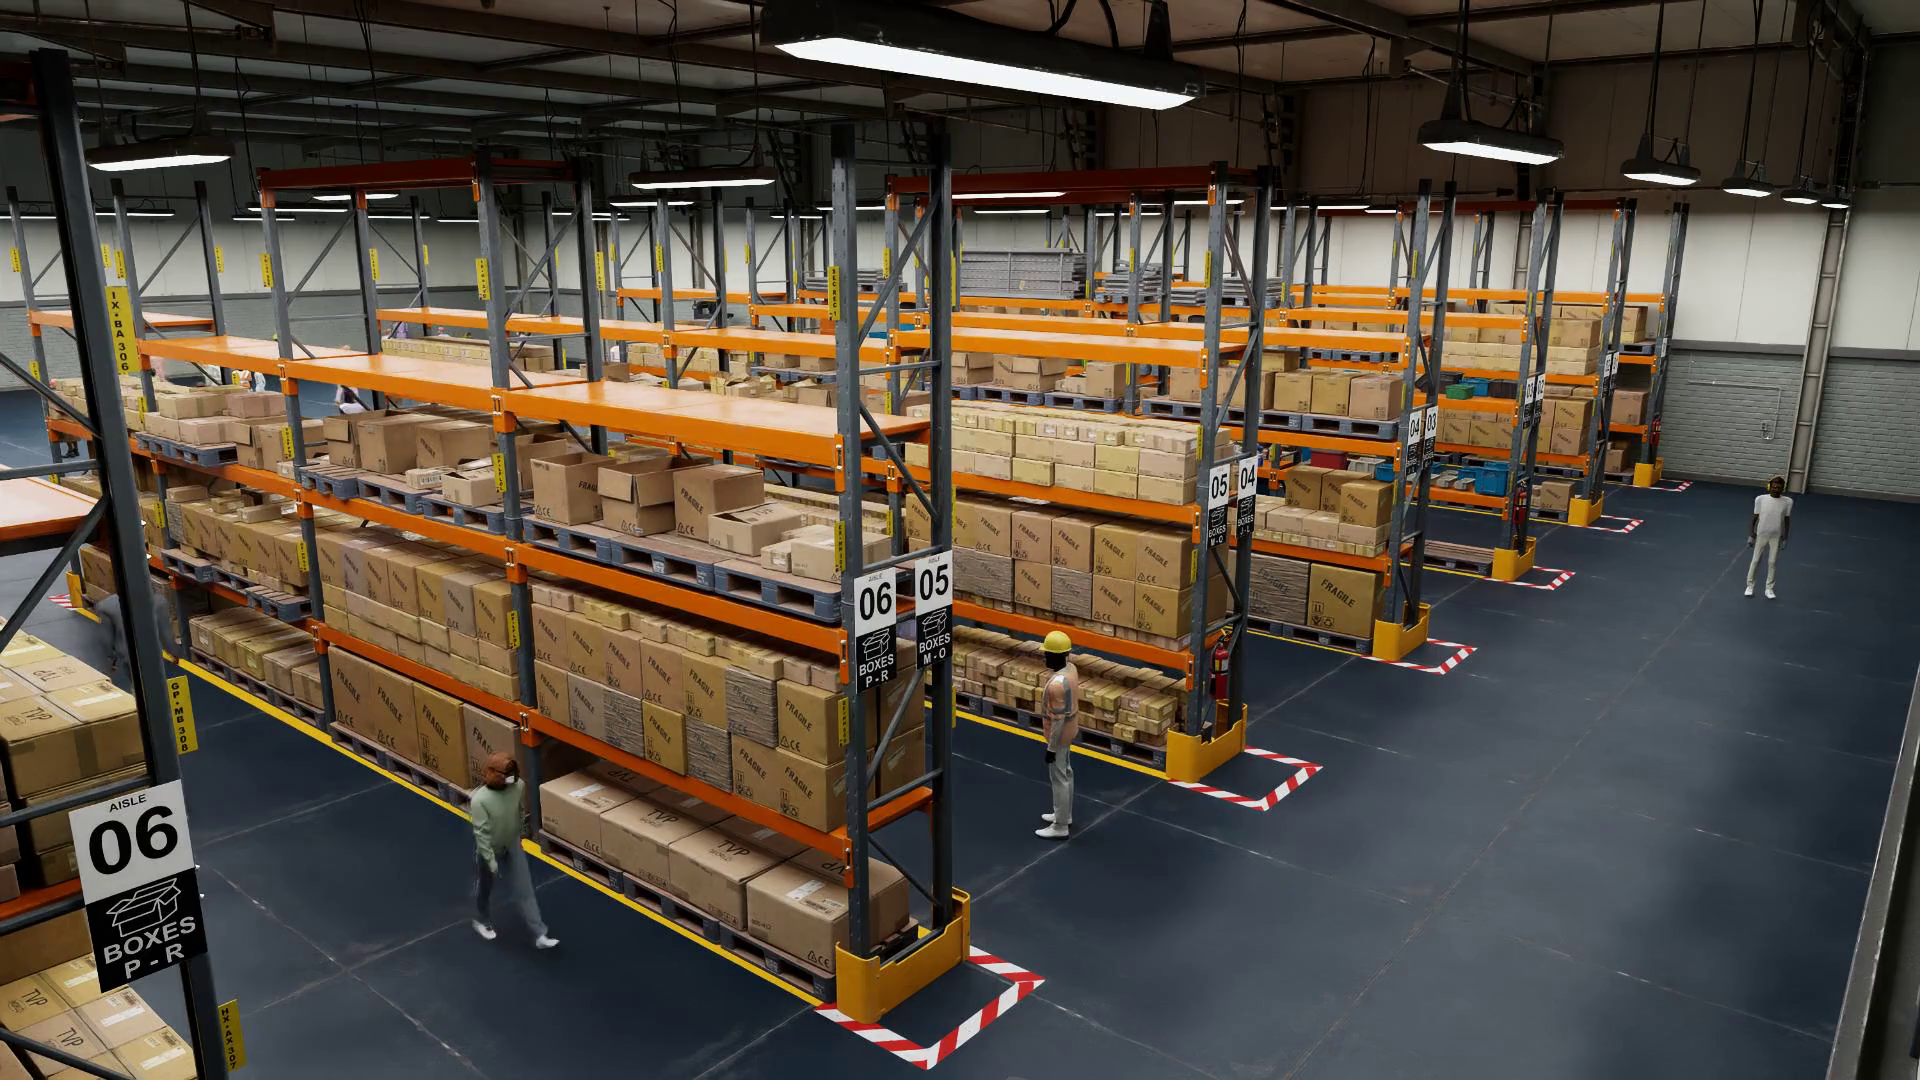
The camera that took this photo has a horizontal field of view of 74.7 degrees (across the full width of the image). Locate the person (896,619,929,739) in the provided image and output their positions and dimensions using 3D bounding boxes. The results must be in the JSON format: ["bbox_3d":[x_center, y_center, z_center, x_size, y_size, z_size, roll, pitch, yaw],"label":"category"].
[{"bbox_3d":[-0.533,1.218,13.591,0.456,1.925,0.553,10,17,36],"label":"person"}]

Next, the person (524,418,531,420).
[{"bbox_3d":[-10.790,-2.974,31.072,0.443,1.815,0.615,-2,14,-7],"label":"person"}]

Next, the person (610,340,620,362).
[{"bbox_3d":[-11.778,-6.054,43.709,0.620,1.837,0.429,1,14,3],"label":"person"}]

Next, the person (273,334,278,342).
[{"bbox_3d":[-25.576,-6.883,47.304,0.533,1.746,0.626,-5,15,-20],"label":"person"}]

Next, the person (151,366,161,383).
[{"bbox_3d":[-22.519,-3.984,35.288,0.434,1.798,0.791,-3,14,-10],"label":"person"}]

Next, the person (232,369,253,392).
[{"bbox_3d":[-21.458,-4.519,37.685,0.532,1.697,0.319,-5,15,-21],"label":"person"}]

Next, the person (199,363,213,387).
[{"bbox_3d":[-26.061,-5.932,43.641,0.381,1.623,0.537,13,18,42],"label":"person"}]

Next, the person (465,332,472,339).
[{"bbox_3d":[-18.074,-6.755,46.563,0.464,1.856,0.525,3,14,14],"label":"person"}]

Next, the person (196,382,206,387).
[{"bbox_3d":[-18.700,-2.997,31.170,0.630,1.829,0.444,-3,14,-12],"label":"person"}]

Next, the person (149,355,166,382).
[{"bbox_3d":[-26.116,-5.396,40.955,0.991,1.868,0.653,3,14,14],"label":"person"}]

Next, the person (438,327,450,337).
[{"bbox_3d":[-19.785,-7.185,48.220,0.402,1.904,0.652,6,15,25],"label":"person"}]

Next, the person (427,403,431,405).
[{"bbox_3d":[-15.264,-4.165,36.414,0.771,1.606,0.514,4,14,15],"label":"person"}]

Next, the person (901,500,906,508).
[{"bbox_3d":[-0.770,0.389,17.086,1.006,1.886,0.660,10,17,36],"label":"person"}]

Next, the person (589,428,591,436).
[{"bbox_3d":[-9.175,-3.103,31.539,0.517,1.853,0.760,-4,14,-14],"label":"person"}]

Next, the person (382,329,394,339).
[{"bbox_3d":[-21.522,-7.045,47.685,0.665,1.883,0.675,4,14,16],"label":"person"}]

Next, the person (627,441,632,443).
[{"bbox_3d":[-5.705,-0.782,21.918,0.340,1.882,0.586,10,17,36],"label":"person"}]

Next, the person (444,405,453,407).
[{"bbox_3d":[-15.734,-4.674,38.442,0.512,1.641,0.307,2,14,9],"label":"person"}]

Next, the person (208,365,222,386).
[{"bbox_3d":[-22.579,-4.790,38.431,0.965,1.886,0.595,5,14,19],"label":"person"}]

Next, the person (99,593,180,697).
[{"bbox_3d":[-8.834,1.226,13.606,0.647,1.903,0.555,-3,14,-10],"label":"person"}]

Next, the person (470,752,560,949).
[{"bbox_3d":[-3.466,2.368,9.589,0.885,1.579,0.508,10,17,35],"label":"person"}]

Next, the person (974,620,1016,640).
[{"bbox_3d":[0.455,0.581,16.340,0.531,1.886,1.015,-9,16,-32],"label":"person"}]

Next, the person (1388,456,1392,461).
[{"bbox_3d":[9.818,-2.342,28.769,0.665,1.675,0.541,9,16,32],"label":"person"}]

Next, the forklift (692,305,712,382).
[{"bbox_3d":[-9.511,-7.392,47.124,1.873,2.768,1.129,11,17,38],"label":"forklift"}]

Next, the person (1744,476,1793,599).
[{"bbox_3d":[12.174,-0.050,18.966,0.508,1.860,0.315,6,15,25],"label":"person"}]

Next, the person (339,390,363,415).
[{"bbox_3d":[-13.950,-2.518,29.014,0.583,1.903,0.602,6,15,23],"label":"person"}]

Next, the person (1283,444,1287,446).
[{"bbox_3d":[8.017,-2.793,30.807,0.501,1.586,0.859,-7,15,-27],"label":"person"}]

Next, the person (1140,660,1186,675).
[{"bbox_3d":[2.647,0.675,15.677,0.601,2.010,1.008,-7,15,-26],"label":"person"}]

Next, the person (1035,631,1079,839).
[{"bbox_3d":[0.881,1.751,11.409,0.366,1.926,0.594,4,14,15],"label":"person"}]

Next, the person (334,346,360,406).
[{"bbox_3d":[-19.536,-5.211,40.051,1.054,1.945,0.601,5,14,18],"label":"person"}]

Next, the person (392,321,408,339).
[{"bbox_3d":[-24.062,-8.710,54.209,0.608,2.039,0.395,-9,16,-33],"label":"person"}]

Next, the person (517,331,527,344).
[{"bbox_3d":[-16.532,-7.057,47.650,0.379,1.929,0.627,-1,14,-3],"label":"person"}]

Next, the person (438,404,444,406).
[{"bbox_3d":[-12.289,-2.721,30.083,0.915,1.782,0.612,-8,16,-30],"label":"person"}]

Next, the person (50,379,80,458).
[{"bbox_3d":[-22.024,-2.990,30.916,0.386,1.925,0.548,-2,14,-7],"label":"person"}]

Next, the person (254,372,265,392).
[{"bbox_3d":[-20.545,-4.387,37.040,0.297,1.745,0.484,-10,17,-37],"label":"person"}]
